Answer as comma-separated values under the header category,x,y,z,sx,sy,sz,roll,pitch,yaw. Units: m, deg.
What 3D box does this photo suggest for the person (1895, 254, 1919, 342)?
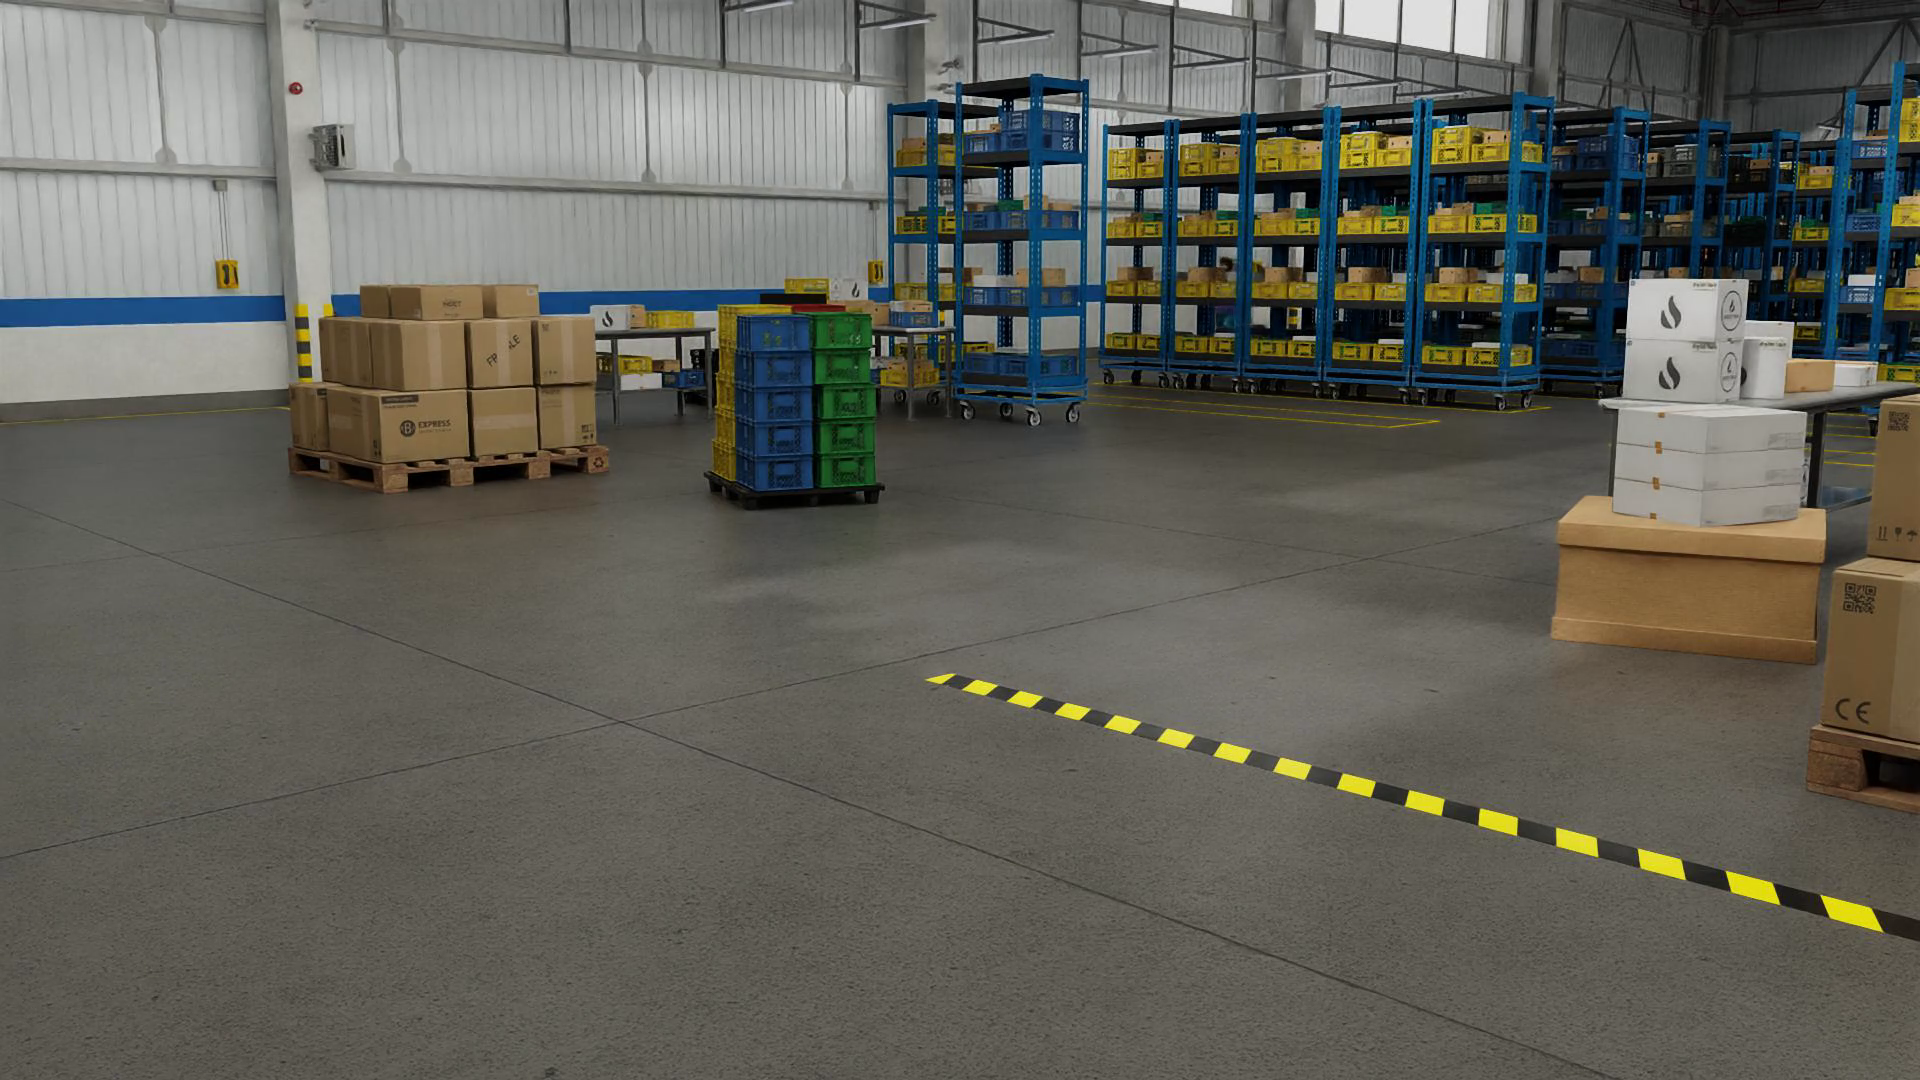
category,x,y,z,sx,sy,sz,roll,pitch,yaw
person,13.693,-3.208,24.049,0.404,1.832,0.596,5,11,27

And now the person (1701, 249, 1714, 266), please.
category,x,y,z,sx,sy,sz,roll,pitch,yaw
person,12.813,-4.054,28.650,0.611,1.995,0.376,6,11,32

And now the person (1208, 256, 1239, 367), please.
category,x,y,z,sx,sy,sz,roll,pitch,yaw
person,4.167,-3.522,25.989,0.571,1.820,0.757,7,11,35
